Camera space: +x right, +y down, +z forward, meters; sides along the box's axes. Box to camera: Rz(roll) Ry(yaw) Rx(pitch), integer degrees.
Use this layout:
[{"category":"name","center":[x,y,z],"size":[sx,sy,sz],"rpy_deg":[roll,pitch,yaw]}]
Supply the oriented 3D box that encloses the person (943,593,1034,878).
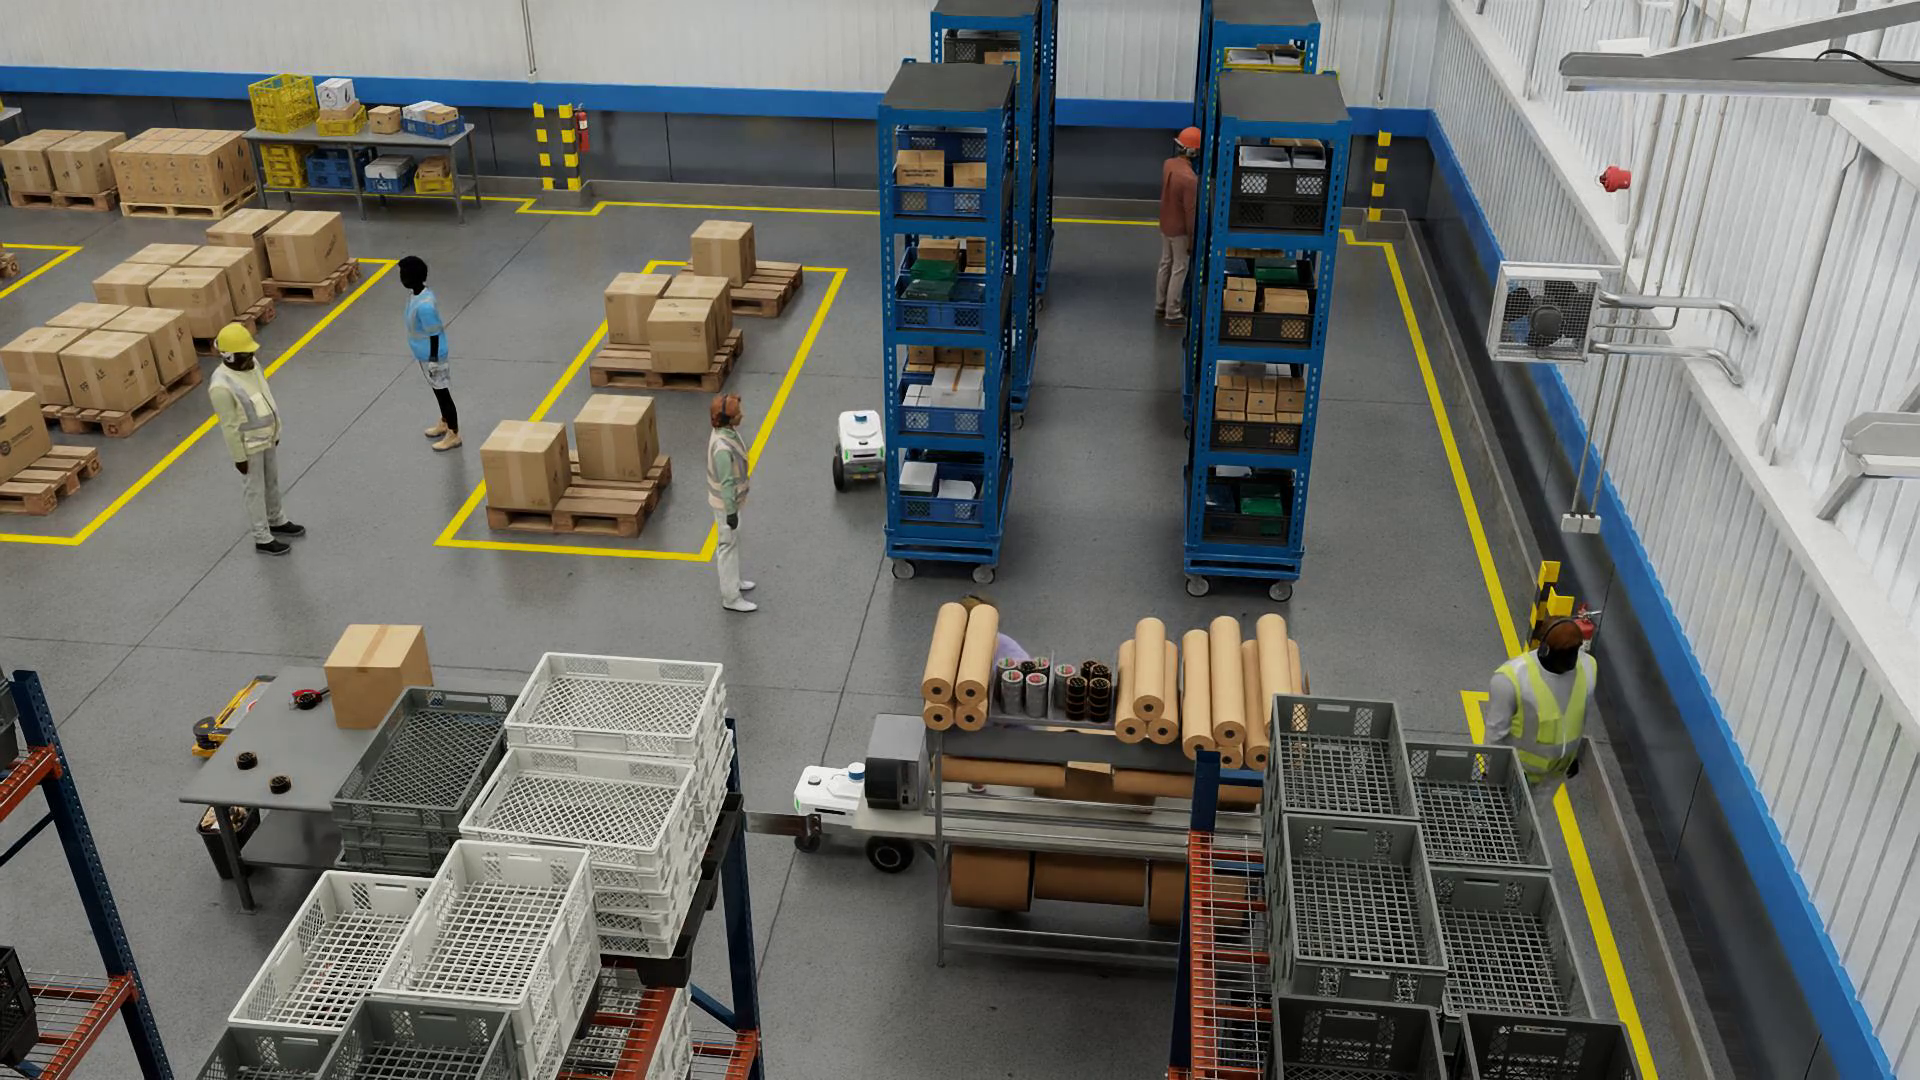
[{"category":"person","center":[0.129,1.100,9.125],"size":[0.632,1.930,0.374],"rpy_deg":[18,35,29]}]

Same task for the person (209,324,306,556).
[{"category":"person","center":[-5.268,-0.761,12.425],"size":[0.403,1.823,0.585],"rpy_deg":[3,30,5]}]

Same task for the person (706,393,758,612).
[{"category":"person","center":[-1.627,-0.281,11.775],"size":[0.315,1.641,0.514],"rpy_deg":[-3,30,-6]}]

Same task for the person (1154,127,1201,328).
[{"category":"person","center":[2.152,-3.037,16.182],"size":[0.411,1.979,0.625],"rpy_deg":[-10,32,-17]}]

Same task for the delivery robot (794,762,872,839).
[{"category":"delivery robot","center":[-0.595,1.514,9.675],"size":[0.707,0.478,0.477],"rpy_deg":[6,31,10]}]

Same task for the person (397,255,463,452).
[{"category":"person","center":[-4.448,-1.572,13.936],"size":[0.316,1.696,0.541],"rpy_deg":[-13,33,-21]}]

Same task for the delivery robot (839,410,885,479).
[{"category":"delivery robot","center":[-0.808,-0.827,13.696],"size":[0.477,0.478,0.707],"rpy_deg":[-3,30,-5]}]

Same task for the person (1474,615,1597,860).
[{"category":"person","center":[3.116,1.198,9.039],"size":[0.624,1.844,0.430],"rpy_deg":[-9,31,-15]}]
